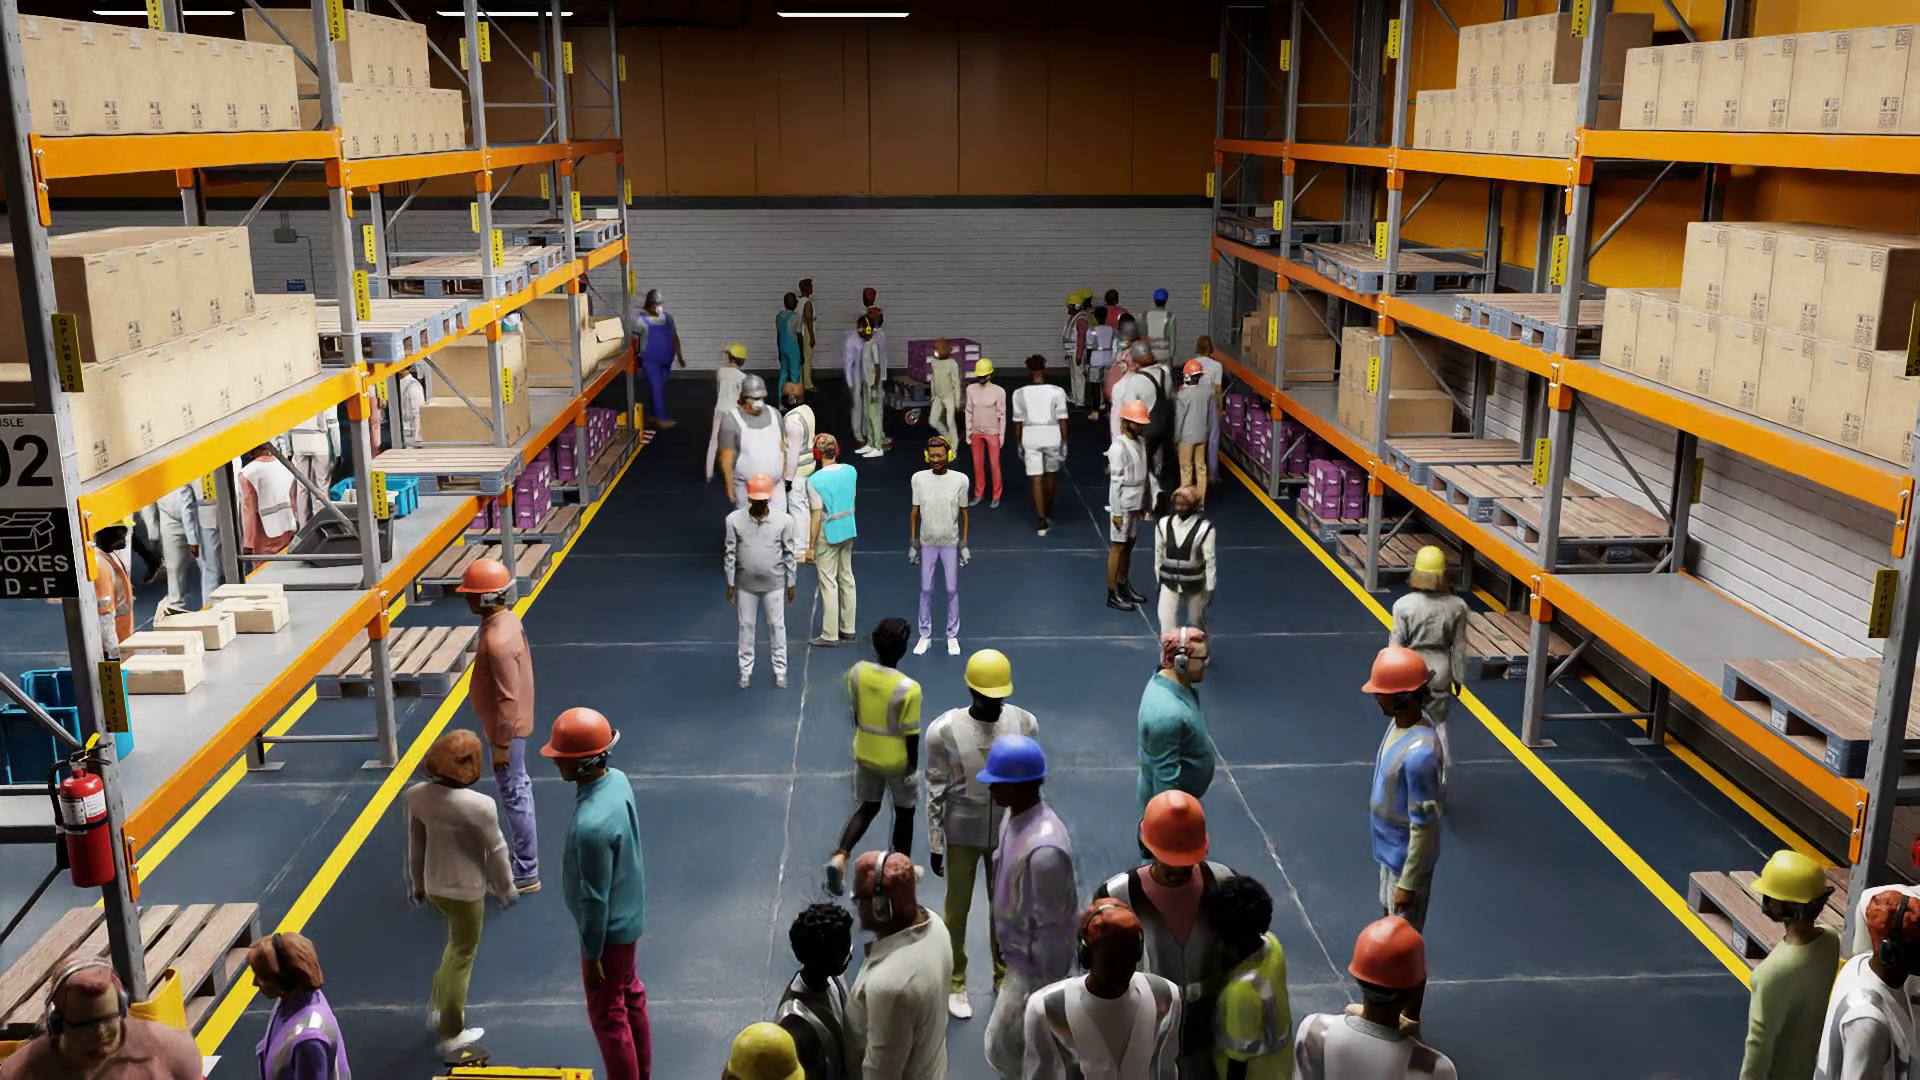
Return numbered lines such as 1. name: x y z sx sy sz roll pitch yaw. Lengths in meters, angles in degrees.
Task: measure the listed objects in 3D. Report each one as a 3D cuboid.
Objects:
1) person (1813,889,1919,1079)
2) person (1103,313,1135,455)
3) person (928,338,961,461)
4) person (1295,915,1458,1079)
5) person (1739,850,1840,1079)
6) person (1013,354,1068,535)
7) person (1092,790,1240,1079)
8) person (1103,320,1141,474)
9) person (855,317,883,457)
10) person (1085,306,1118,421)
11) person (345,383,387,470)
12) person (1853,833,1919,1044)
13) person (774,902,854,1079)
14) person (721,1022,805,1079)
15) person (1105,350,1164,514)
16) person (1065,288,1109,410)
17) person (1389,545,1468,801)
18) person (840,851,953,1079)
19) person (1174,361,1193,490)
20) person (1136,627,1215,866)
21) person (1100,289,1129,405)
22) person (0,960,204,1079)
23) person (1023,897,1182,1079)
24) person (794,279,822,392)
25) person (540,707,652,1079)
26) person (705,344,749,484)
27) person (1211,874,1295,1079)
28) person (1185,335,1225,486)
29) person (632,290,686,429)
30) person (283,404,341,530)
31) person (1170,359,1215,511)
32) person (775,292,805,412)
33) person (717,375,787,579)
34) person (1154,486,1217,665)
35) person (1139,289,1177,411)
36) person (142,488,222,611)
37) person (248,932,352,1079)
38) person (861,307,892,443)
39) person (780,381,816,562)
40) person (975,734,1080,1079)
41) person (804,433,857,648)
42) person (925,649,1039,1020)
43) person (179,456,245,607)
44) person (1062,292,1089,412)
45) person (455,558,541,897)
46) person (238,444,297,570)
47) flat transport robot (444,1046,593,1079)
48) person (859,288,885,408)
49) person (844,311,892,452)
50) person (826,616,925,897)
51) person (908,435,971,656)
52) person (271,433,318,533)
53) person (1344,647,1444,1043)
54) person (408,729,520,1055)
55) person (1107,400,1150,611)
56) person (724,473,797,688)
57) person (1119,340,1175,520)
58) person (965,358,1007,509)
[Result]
1. person: 3.134 2.096 5.803 0.337 1.882 0.584 8 16 28
2. person: 2.181 -2.030 21.927 0.392 1.922 0.592 -9 17 -31
3. person: -0.195 -1.833 21.745 0.589 1.610 0.365 14 20 43
4. person: 1.355 2.153 5.494 0.544 1.930 0.387 10 17 35
5. person: 3.122 2.018 6.361 0.527 1.762 0.340 -11 18 -36
6. person: 0.879 -1.067 18.183 0.604 1.898 0.959 0 14 0
7. person: 0.801 1.889 6.335 0.614 2.030 0.409 -3 15 -12
8. person: 2.074 -1.771 20.670 0.546 2.000 0.732 -4 15 -15
9. person: -1.206 -2.028 22.031 0.310 1.864 0.534 -6 15 -21
10. person: 2.097 -2.618 24.678 0.533 1.698 0.322 -6 15 -22
11. person: -7.570 -1.870 21.175 0.618 1.986 0.408 3 15 13
12. person: 3.731 1.952 6.463 0.563 1.838 0.388 6 15 21
13. person: -0.532 2.119 6.107 0.320 1.691 0.539 3 15 12
14. person: -0.605 2.310 5.260 0.321 1.738 0.484 12 18 39
15. person: 1.968 -1.187 18.690 0.655 1.883 0.682 -10 17 -34
16. person: 1.963 -2.947 25.641 1.014 1.853 0.611 7 16 24
17. person: 3.031 0.894 10.826 0.495 1.724 0.462 0 14 2
18. person: -0.245 2.024 6.069 0.399 1.897 0.649 3 15 12
19. person: 2.644 -1.236 19.255 0.315 1.696 0.541 -1 14 -4
20. person: 1.119 1.364 8.659 0.394 1.899 0.642 2 14 10
21. person: 2.333 -2.949 25.697 0.640 1.842 0.429 3 15 12
22. person: -2.659 2.234 5.251 0.661 1.884 0.657 -9 17 -31
23. person: 0.490 2.117 5.721 0.576 1.884 0.355 -5 15 -17
24. person: -2.530 -3.348 27.242 0.390 1.850 0.565 -6 16 -24
25. person: -1.576 1.671 7.279 0.407 1.987 0.620 0 14 0
26. person: -2.824 -1.559 20.538 0.552 1.694 0.806 9 17 32
27. person: 1.116 2.063 6.337 0.363 1.686 0.549 5 15 18
28. person: 2.979 -1.585 20.371 0.515 1.827 0.366 9 17 33
29. person: -4.322 -2.634 24.057 0.985 2.000 0.704 12 19 40
30. person: -6.926 -0.979 17.829 0.592 1.911 0.398 -1 14 -3
31. person: 2.631 -1.183 18.935 0.560 1.752 0.324 -10 17 -33
32. person: -2.582 -2.843 25.299 0.504 1.838 0.338 10 17 34
33. person: -1.927 -0.601 16.077 0.714 2.000 0.842 -8 17 -30
34. person: 1.807 0.340 13.244 0.522 1.614 0.770 7 16 25
35. person: 3.002 -2.839 25.145 0.620 1.896 0.976 5 15 20
36. person: -6.779 -0.141 14.570 0.668 1.897 0.396 -6 15 -22
37. person: -2.343 2.169 6.026 0.312 1.632 0.526 -8 16 -28
38. person: -1.202 -2.268 22.941 0.357 1.881 0.574 -12 18 -38
39. person: -1.678 -0.695 16.842 0.429 1.846 0.627 2 14 7
40. person: 0.280 1.746 7.075 0.446 1.931 0.647 -2 14 -9
41. person: -1.078 0.009 14.085 0.391 1.838 0.563 10 18 35
42. person: 0.126 1.451 8.272 0.589 1.918 0.395 -4 15 -16
43. person: -6.417 -0.092 14.359 0.404 1.906 0.598 9 17 32
44. person: 1.771 -2.885 25.475 0.403 1.826 0.592 -2 14 -9
45. person: -2.651 1.072 9.602 0.395 1.992 0.622 -3 15 -13
46. person: -5.868 -0.049 14.186 0.396 1.908 0.599 4 15 15
47. flat transport robot: -2.055 2.606 7.018 0.652 0.197 1.431 1 14 2
48. person: -1.360 -2.928 25.523 0.337 1.882 0.584 9 17 30
49. person: -1.211 -2.106 22.272 0.650 1.888 0.908 -9 17 -30
50. person: -0.459 1.258 9.497 0.546 1.678 0.636 11 18 36
51. person: -0.174 0.046 13.880 0.531 1.871 0.322 1 14 4
52. person: -7.160 -1.017 18.033 0.576 1.880 0.352 -5 15 -18
53. person: 2.072 1.484 7.907 0.404 2.034 0.609 2 14 7
54. person: -2.404 1.683 7.983 0.508 1.609 0.439 8 16 27
55. person: 1.559 -0.328 15.217 0.376 1.934 0.547 9 17 30
56. person: -1.565 0.321 13.058 0.569 1.744 0.355 0 14 -2
57. person: 2.059 -1.257 18.653 0.799 2.000 0.546 -12 19 -40
58. person: 0.287 -1.221 19.100 0.518 1.752 0.373 8 16 28
